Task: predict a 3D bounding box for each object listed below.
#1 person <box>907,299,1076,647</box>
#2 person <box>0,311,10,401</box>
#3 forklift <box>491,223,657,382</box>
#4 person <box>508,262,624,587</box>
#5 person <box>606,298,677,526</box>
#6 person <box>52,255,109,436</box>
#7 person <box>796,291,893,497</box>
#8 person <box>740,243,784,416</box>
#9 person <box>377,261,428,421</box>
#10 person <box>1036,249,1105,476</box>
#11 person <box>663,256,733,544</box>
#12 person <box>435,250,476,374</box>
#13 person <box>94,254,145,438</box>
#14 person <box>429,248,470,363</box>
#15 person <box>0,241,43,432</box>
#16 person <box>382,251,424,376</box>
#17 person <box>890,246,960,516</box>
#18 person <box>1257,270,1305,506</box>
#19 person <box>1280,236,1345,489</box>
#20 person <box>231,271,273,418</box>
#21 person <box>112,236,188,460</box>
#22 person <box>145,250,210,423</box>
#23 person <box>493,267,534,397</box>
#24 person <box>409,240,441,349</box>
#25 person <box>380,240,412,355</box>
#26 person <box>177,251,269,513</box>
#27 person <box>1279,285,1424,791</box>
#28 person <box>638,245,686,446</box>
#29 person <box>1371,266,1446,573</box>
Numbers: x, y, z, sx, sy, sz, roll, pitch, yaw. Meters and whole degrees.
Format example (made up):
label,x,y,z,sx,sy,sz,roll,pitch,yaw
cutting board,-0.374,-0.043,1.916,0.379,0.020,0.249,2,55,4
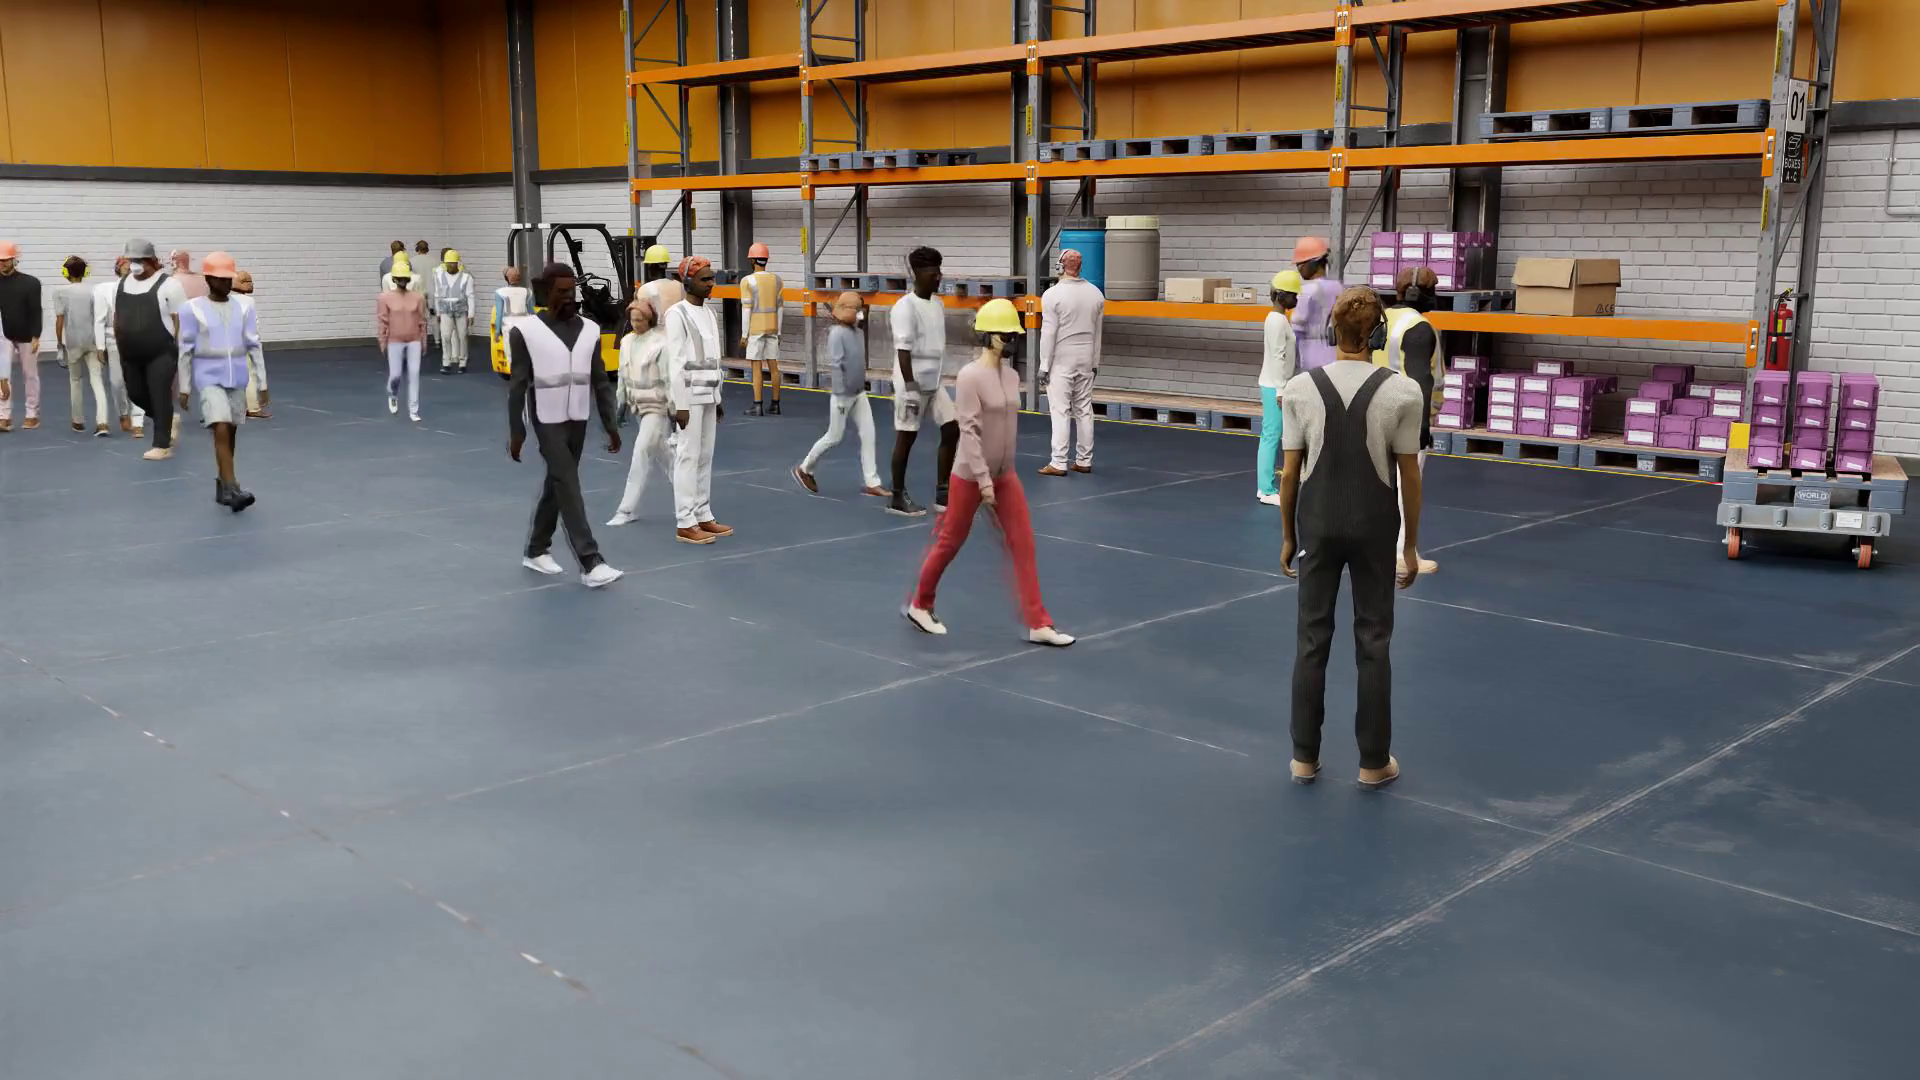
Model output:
label,x,y,z,sx,sy,sz,roll,pitch,yaw
person,0.123,-0.337,8.274,0.942,1.719,0.522,8,13,39
person,-7.682,-1.260,12.846,0.618,1.884,1.024,-6,12,-30
forklift,-5.316,-3.263,22.920,2.313,2.155,1.214,-10,14,-44
person,-2.296,-0.679,9.721,0.996,1.862,0.613,8,13,38
person,-2.171,-0.919,11.821,0.859,1.602,0.516,-10,14,-44
person,-8.906,-1.968,16.894,0.540,1.825,1.004,-9,13,-39
person,-0.913,-1.137,12.944,0.800,1.606,0.504,6,12,28
person,-2.237,-2.357,18.678,0.544,1.939,0.354,-9,14,-40
person,-6.107,-2.176,18.222,0.527,1.751,0.521,-6,12,-30
person,0.908,-1.492,14.046,0.646,1.908,0.408,-8,13,-36
person,-1.736,-0.925,11.017,0.347,1.882,0.584,3,11,16
person,-7.349,-3.295,24.136,0.613,1.803,0.726,-1,10,-3
person,-8.462,-1.981,16.891,0.586,1.847,0.930,-6,12,-29
person,-8.201,-3.760,26.653,0.661,1.815,0.783,-8,13,-37
person,-9.781,-2.090,17.156,0.616,1.952,0.922,-3,11,-14
person,-8.067,-3.293,24.168,0.604,1.804,0.542,-2,11,-10
person,-0.207,-1.117,11.903,0.740,1.936,0.634,6,12,31
person,2.410,-1.142,12.535,0.318,1.764,0.522,1,10,7
person,2.738,-1.383,13.179,0.742,2.003,0.610,8,13,37
person,-7.914,-2.162,18.445,0.500,1.633,0.285,7,13,34
person,-7.382,-1.778,15.242,0.694,2.000,0.774,1,10,7
person,-8.399,-2.184,17.934,0.963,1.855,0.679,3,11,18
person,-5.585,-2.592,20.884,0.524,1.631,0.539,-9,14,-41
person,-9.575,-4.394,29.781,0.627,1.941,0.370,-6,12,-30
person,-9.375,-4.029,27.792,0.635,1.937,0.352,4,11,22
person,-5.375,-1.155,12.231,0.957,1.891,0.585,9,14,41
person,1.421,0.000,6.079,0.510,1.846,0.341,4,11,20
person,-2.841,-1.833,15.845,0.360,1.930,0.587,7,12,33
person,2.704,-0.728,10.069,0.430,1.840,0.625,-1,10,-8
